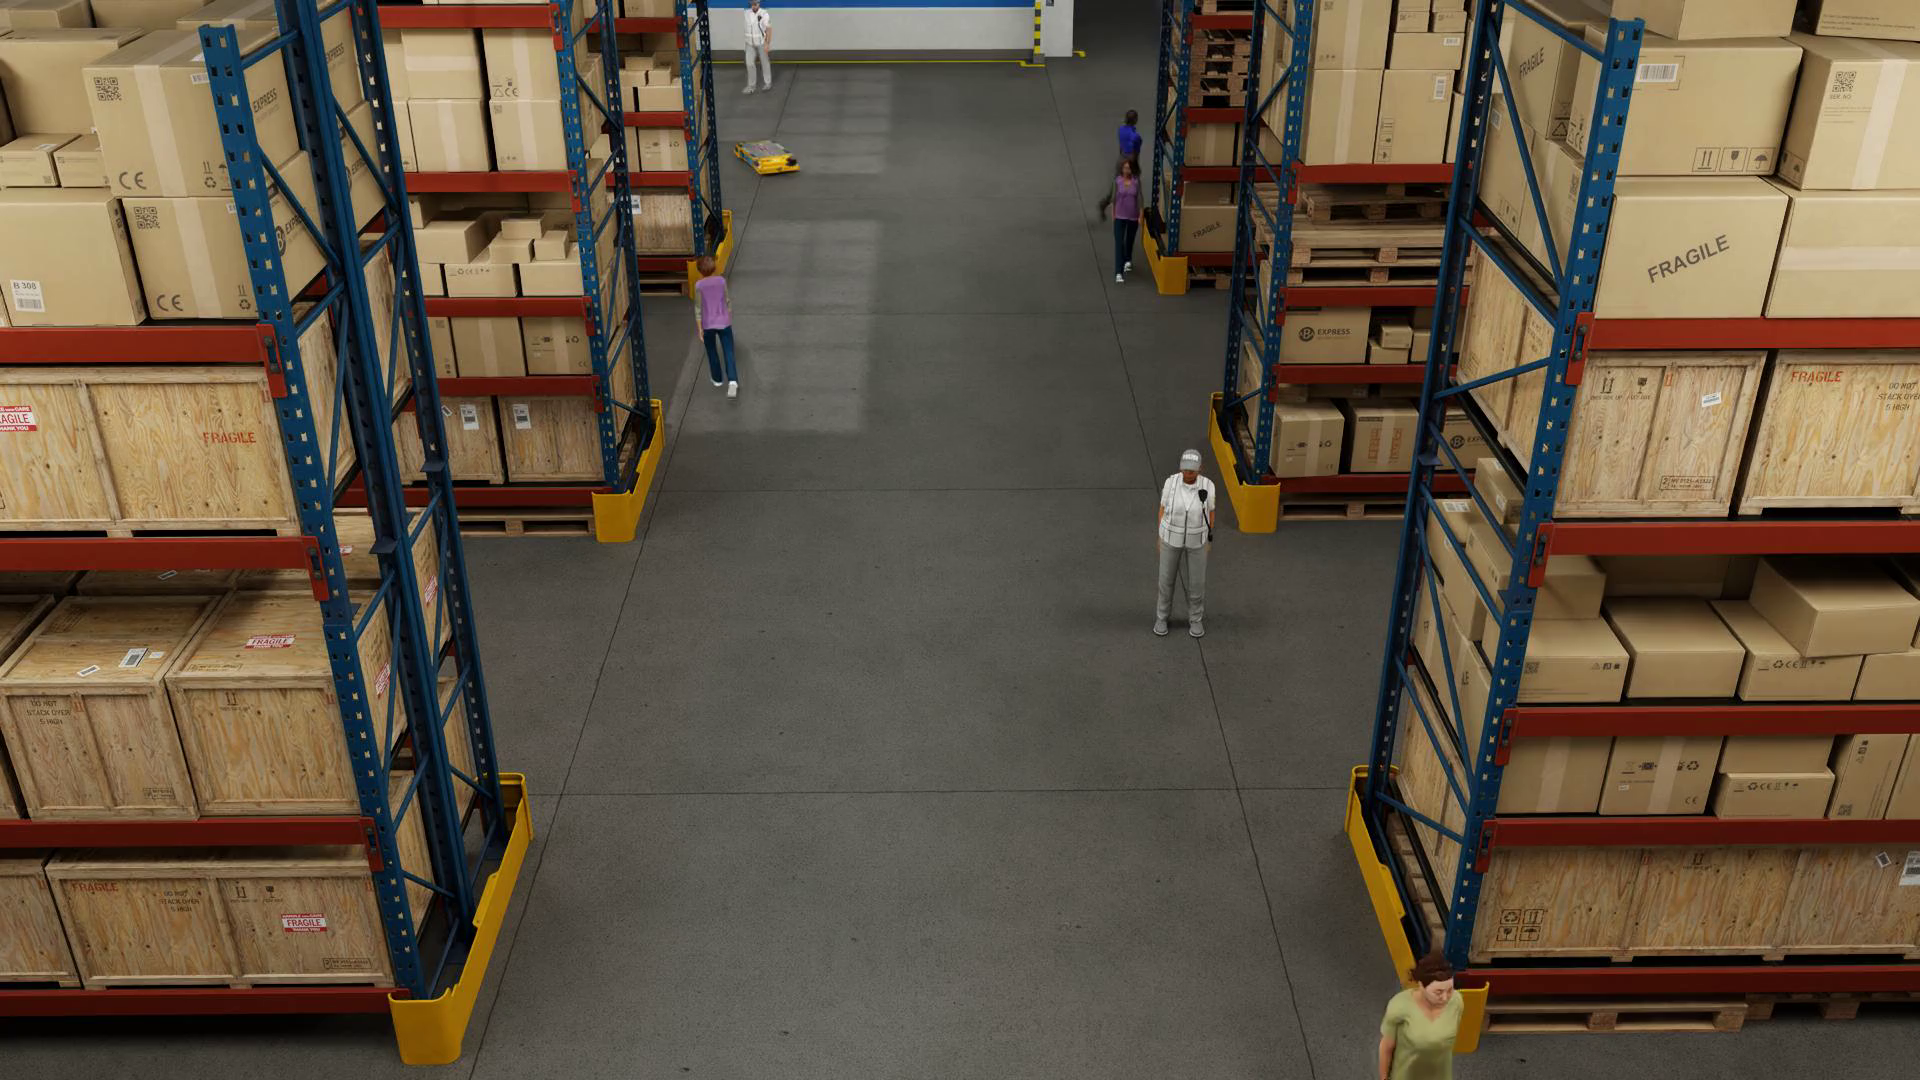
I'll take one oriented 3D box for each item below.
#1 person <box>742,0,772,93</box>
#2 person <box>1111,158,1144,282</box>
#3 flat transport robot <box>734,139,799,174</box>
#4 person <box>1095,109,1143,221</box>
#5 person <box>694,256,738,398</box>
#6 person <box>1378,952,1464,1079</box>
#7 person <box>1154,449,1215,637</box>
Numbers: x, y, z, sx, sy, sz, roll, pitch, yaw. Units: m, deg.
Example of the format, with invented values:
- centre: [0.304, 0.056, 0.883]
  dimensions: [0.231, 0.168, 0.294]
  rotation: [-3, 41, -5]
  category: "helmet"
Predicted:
- centre: [-3.826, -9.310, 31.199]
  dimensions: [0.594, 1.739, 0.688]
  rotation: [8, 29, 14]
  category: "person"
- centre: [2.215, -4.239, 21.978]
  dimensions: [0.420, 1.571, 0.855]
  rotation: [-2, 28, -3]
  category: "person"
- centre: [-3.173, -6.252, 27.191]
  dimensions: [0.659, 0.265, 1.431]
  rotation: [-12, 30, -21]
  category: "flat transport robot"
- centre: [2.419, -5.437, 24.146]
  dimensions: [0.838, 1.637, 0.485]
  rotation: [-14, 31, -24]
  category: "person"
- centre: [-2.730, -2.371, 18.514]
  dimensions: [0.424, 1.577, 0.840]
  rotation: [-7, 29, -13]
  category: "person"
- centre: [2.385, 2.884, 8.619]
  dimensions: [0.441, 1.654, 0.859]
  rotation: [0, 28, 1]
  category: "person"
- centre: [1.892, 0.012, 13.993]
  dimensions: [0.462, 1.662, 0.396]
  rotation: [4, 28, 7]
  category: "person"
